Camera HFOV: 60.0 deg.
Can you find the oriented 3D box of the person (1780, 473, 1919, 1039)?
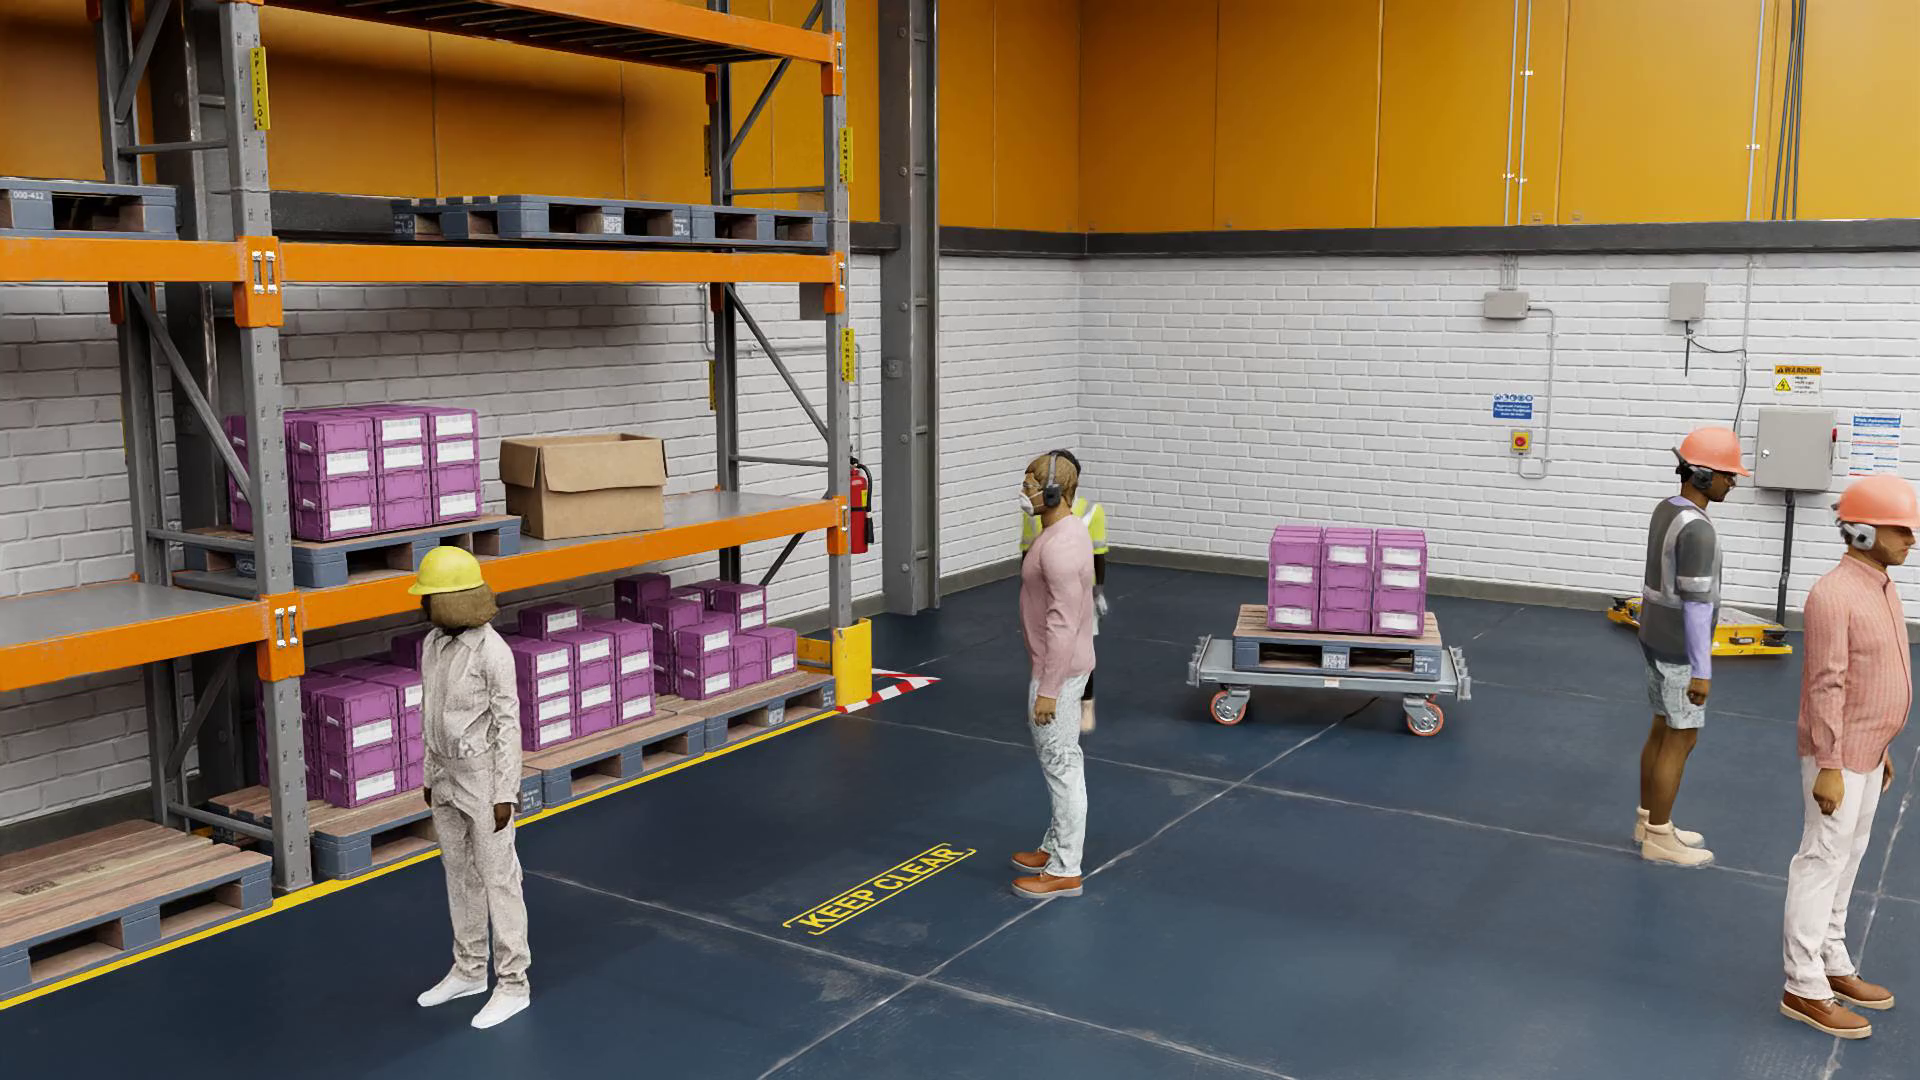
[{"bbox_3d":[3.205,0.752,5.975,0.376,1.996,0.608,8,12,43],"label":"person"}]

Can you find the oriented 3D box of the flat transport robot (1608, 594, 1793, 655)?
[{"bbox_3d":[5.491,0.621,12.412,0.652,0.197,1.431,-1,9,-6],"label":"flat transport robot"}]

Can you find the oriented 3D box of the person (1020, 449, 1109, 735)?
[{"bbox_3d":[0.606,0.304,9.873,0.537,1.698,0.321,3,9,19],"label":"person"}]

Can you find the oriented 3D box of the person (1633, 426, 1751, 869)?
[{"bbox_3d":[3.321,0.491,7.584,0.410,2.028,0.619,1,9,9],"label":"person"}]

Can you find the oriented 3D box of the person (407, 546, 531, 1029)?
[{"bbox_3d":[-1.778,0.878,5.980,0.490,1.741,0.323,7,11,38],"label":"person"}]

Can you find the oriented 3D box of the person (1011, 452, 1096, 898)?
[{"bbox_3d":[0.404,0.585,7.249,0.373,1.940,0.630,1,9,4],"label":"person"}]
